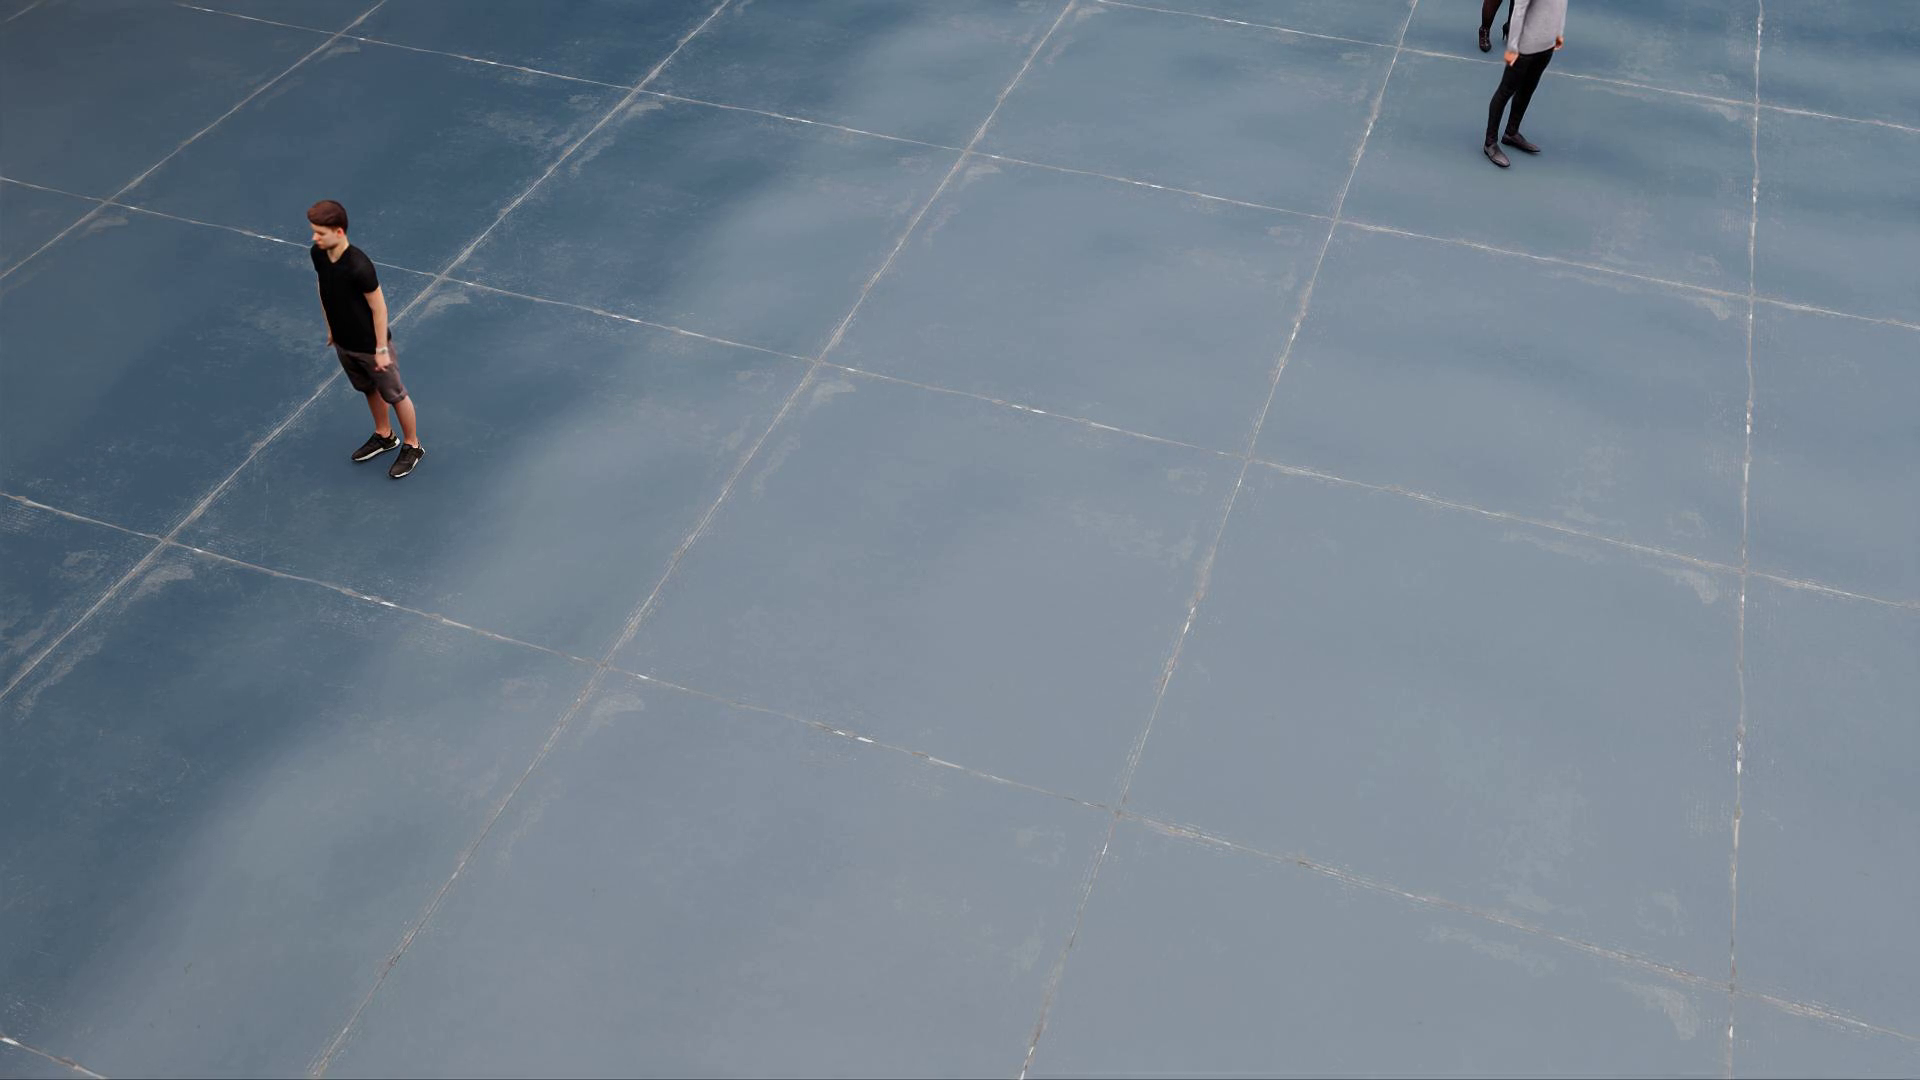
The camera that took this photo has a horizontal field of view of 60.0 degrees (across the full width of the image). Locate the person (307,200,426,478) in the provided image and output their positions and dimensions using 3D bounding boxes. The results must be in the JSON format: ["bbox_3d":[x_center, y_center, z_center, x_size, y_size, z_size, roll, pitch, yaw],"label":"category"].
[{"bbox_3d":[-3.594,-1.232,10.027,0.593,1.862,0.775,23,48,23],"label":"person"}]

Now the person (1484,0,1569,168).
[{"bbox_3d":[4.406,-3.870,12.807,0.840,1.923,0.868,-23,48,-23],"label":"person"}]
